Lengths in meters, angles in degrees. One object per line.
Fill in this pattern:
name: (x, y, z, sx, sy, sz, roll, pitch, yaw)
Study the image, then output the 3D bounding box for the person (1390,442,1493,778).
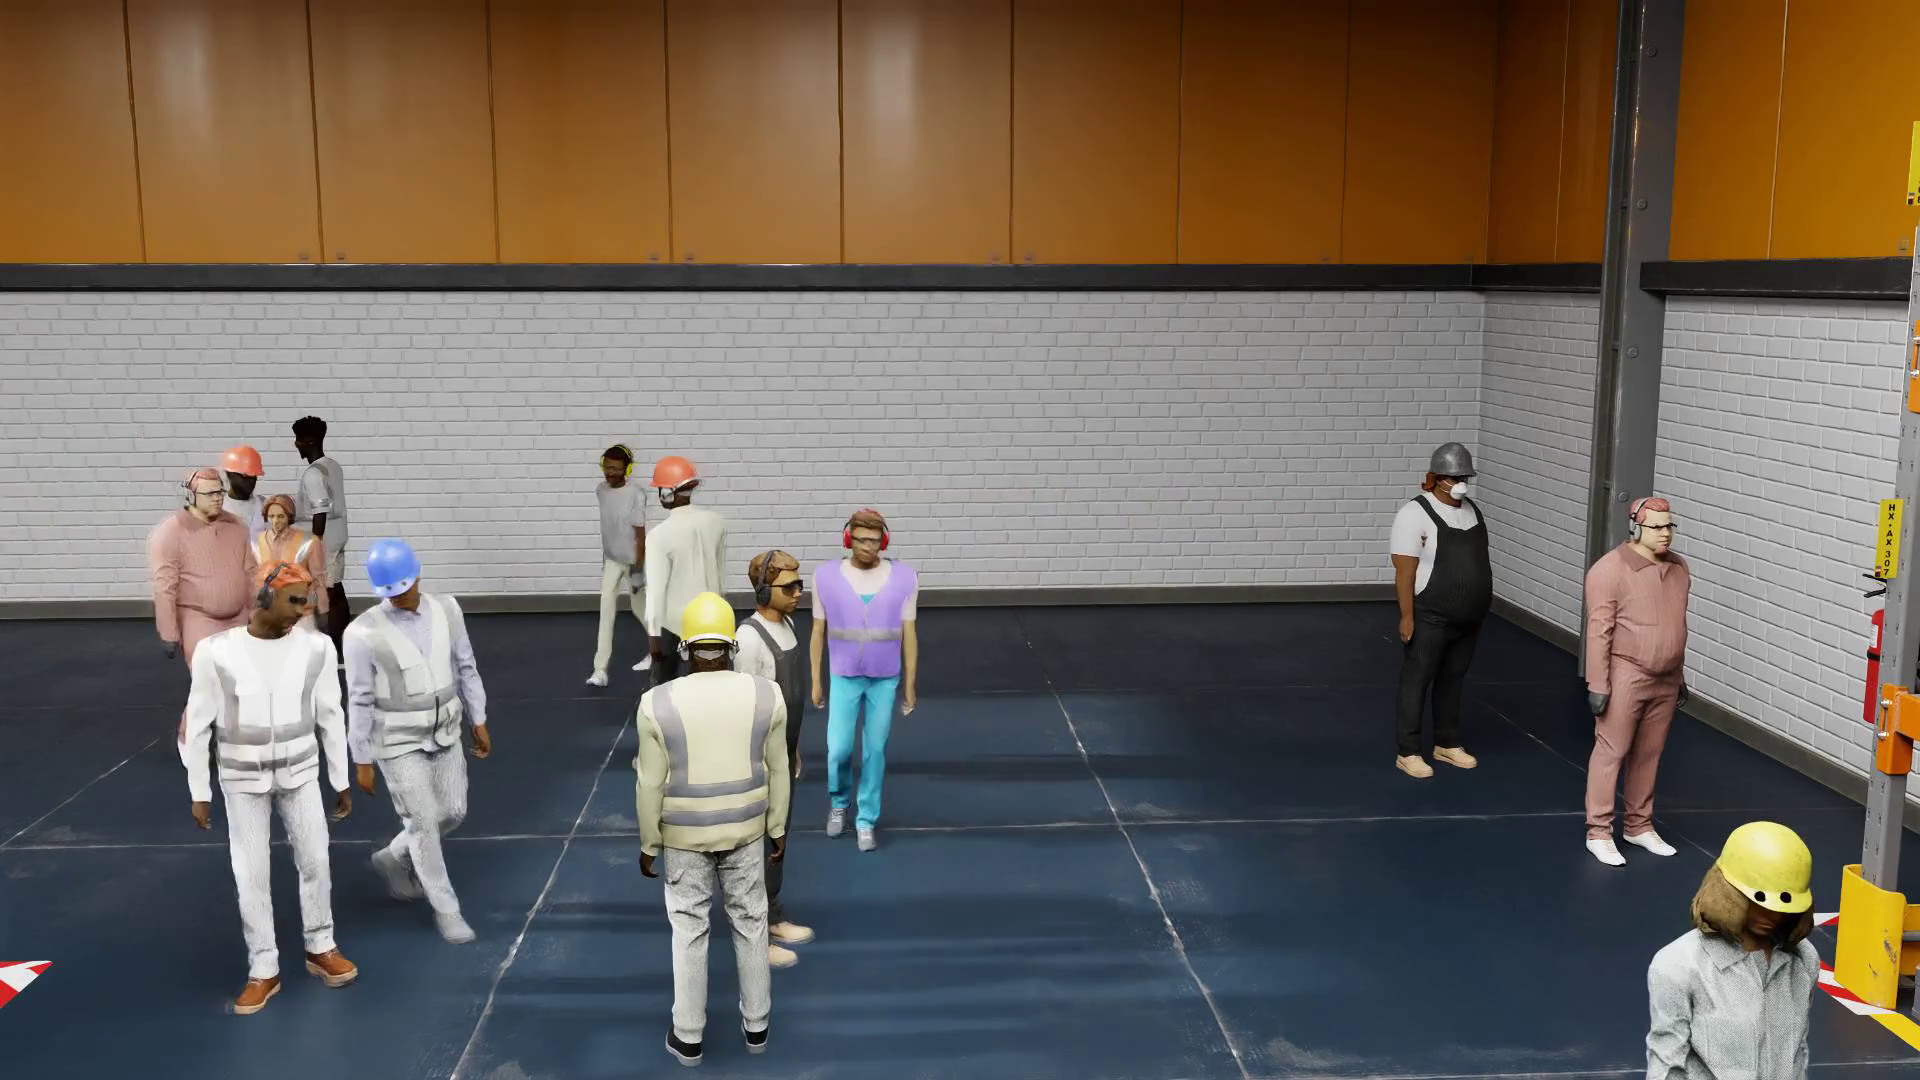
person: (2.964, 0.416, 10.103, 0.688, 2.000, 0.536, -5, 10, -30)

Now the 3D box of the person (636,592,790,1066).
person: (-0.954, 1.107, 6.417, 0.600, 1.831, 0.404, -4, 10, -21)

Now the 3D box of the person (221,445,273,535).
person: (-4.890, 0.304, 11.211, 0.623, 1.917, 0.549, 7, 11, 36)

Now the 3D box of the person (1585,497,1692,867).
person: (3.526, 0.722, 8.600, 0.653, 1.906, 0.405, -4, 10, -24)

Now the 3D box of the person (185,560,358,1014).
person: (-2.873, 1.013, 6.945, 0.640, 1.858, 0.388, -6, 11, -31)

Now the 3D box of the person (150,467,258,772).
person: (-4.501, 0.501, 10.056, 0.422, 1.893, 0.645, 5, 10, 27)

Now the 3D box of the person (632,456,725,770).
person: (-1.631, 0.473, 9.970, 0.790, 1.971, 0.633, 8, 12, 40)

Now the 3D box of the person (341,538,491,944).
person: (-2.537, 0.892, 7.594, 0.680, 1.893, 0.663, 7, 11, 36)

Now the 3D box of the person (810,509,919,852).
person: (-0.503, 0.729, 8.797, 0.565, 1.825, 0.426, -1, 9, -7)

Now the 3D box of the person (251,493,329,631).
person: (-4.452, 0.475, 11.071, 0.519, 1.615, 0.643, -1, 9, -5)

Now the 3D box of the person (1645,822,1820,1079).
person: (1.903, 1.525, 4.094, 0.483, 1.736, 0.311, -3, 9, -17)

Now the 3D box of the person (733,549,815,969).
person: (-0.836, 0.950, 7.364, 0.326, 1.843, 0.515, 2, 9, 14)

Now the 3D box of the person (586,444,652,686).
person: (-2.535, 0.168, 12.450, 0.572, 1.800, 0.966, 5, 10, 28)

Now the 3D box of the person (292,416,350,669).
person: (-4.919, 0.020, 12.829, 0.365, 1.962, 0.613, -1, 9, -6)
